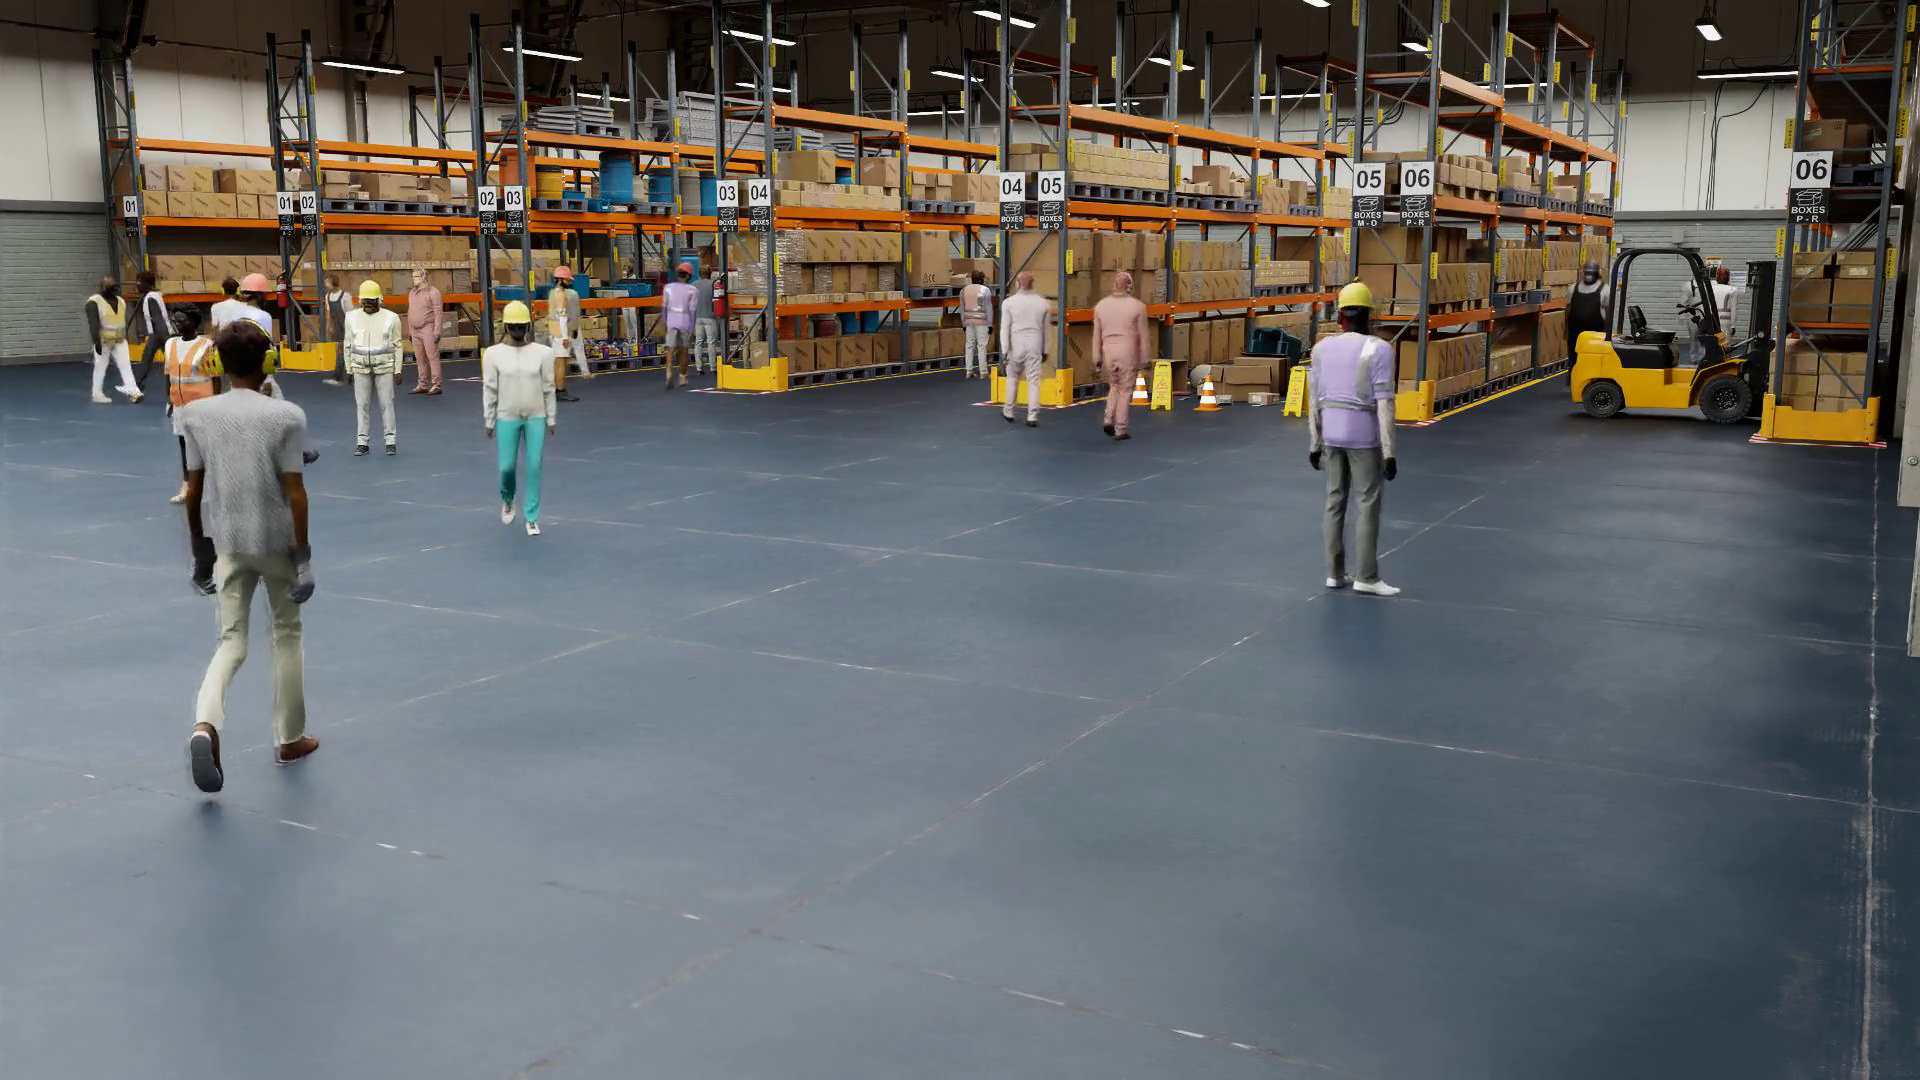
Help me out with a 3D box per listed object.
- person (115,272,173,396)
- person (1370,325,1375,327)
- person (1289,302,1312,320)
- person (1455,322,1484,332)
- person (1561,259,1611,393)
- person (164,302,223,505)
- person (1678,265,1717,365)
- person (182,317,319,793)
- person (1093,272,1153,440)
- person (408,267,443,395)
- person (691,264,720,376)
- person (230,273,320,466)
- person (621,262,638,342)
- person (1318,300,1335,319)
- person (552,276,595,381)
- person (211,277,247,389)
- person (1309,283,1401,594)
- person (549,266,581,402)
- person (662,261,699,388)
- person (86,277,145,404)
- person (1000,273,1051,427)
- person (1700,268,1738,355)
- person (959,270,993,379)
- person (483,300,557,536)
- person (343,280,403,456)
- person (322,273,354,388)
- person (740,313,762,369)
[{"bbox_3d":[-12.019,-3.073,24.843,1.129,1.837,0.611,-4,10,-20],"label":"person"},{"bbox_3d":[8.941,-5.067,36.444,0.511,1.860,0.332,2,10,12],"label":"person"},{"bbox_3d":[7.981,-5.547,38.831,0.911,1.996,0.661,-4,10,-20],"label":"person"},{"bbox_3d":[11.337,-5.175,36.842,0.645,1.953,0.904,-9,13,-43],"label":"person"},{"bbox_3d":[9.409,-3.208,25.019,0.686,2.000,0.536,7,12,36],"label":"person"},{"bbox_3d":[-6.394,-1.134,13.882,0.531,1.697,0.322,2,10,13],"label":"person"},{"bbox_3d":[13.672,-4.140,30.855,0.667,1.904,0.852,6,12,33],"label":"person"},{"bbox_3d":[-2.815,0.052,6.542,0.521,1.844,0.800,0,10,-1],"label":"person"},{"bbox_3d":[1.857,-2.069,18.789,0.657,1.888,0.445,7,12,34],"label":"person"},{"bbox_3d":[-8.041,-3.123,24.920,0.652,1.906,0.402,6,11,30],"label":"person"},{"bbox_3d":[-4.415,-3.811,28.848,0.628,1.940,0.378,3,10,19],"label":"person"},{"bbox_3d":[-6.648,-1.593,15.974,0.574,1.896,0.931,6,11,30],"label":"person"},{"bbox_3d":[-7.126,-5.035,36.016,0.635,1.937,0.354,9,13,41],"label":"person"},{"bbox_3d":[8.378,-5.384,38.236,0.717,1.937,0.653,0,10,0],"label":"person"},{"bbox_3d":[-6.611,-3.556,27.823,0.642,1.795,0.943,8,12,38],"label":"person"},{"bbox_3d":[-8.822,-2.294,20.320,0.505,1.817,0.991,0,10,1],"label":"person"},{"bbox_3d":[2.476,-0.617,10.283,0.388,1.902,0.723,-9,13,-41],"label":"person"},{"bbox_3d":[-5.685,-2.936,23.773,0.458,1.935,0.556,-5,11,-25],"label":"person"},{"bbox_3d":[-4.422,-3.387,26.202,0.636,2.000,0.935,1,10,4],"label":"person"},{"bbox_3d":[-11.903,-2.788,23.338,0.984,1.777,0.677,5,11,25],"label":"person"},{"bbox_3d":[0.776,-2.348,20.497,0.672,1.855,0.994,-2,10,-13],"label":"person"},{"bbox_3d":[12.548,-3.555,27.514,0.574,1.884,0.361,9,14,44],"label":"person"},{"bbox_3d":[0.305,-3.640,28.133,0.634,1.842,0.429,7,12,34],"label":"person"},{"bbox_3d":[-3.280,-0.911,12.428,0.526,1.754,0.418,-3,10,-20],"label":"person"},{"bbox_3d":[-6.115,-1.786,17.332,0.586,1.825,0.403,-2,10,-10],"label":"person"},{"bbox_3d":[-9.806,-3.317,26.364,0.542,1.787,0.945,6,12,33],"label":"person"},{"bbox_3d":[-3.701,-3.781,29.563,0.499,1.634,0.279,9,13,44],"label":"person"}]
